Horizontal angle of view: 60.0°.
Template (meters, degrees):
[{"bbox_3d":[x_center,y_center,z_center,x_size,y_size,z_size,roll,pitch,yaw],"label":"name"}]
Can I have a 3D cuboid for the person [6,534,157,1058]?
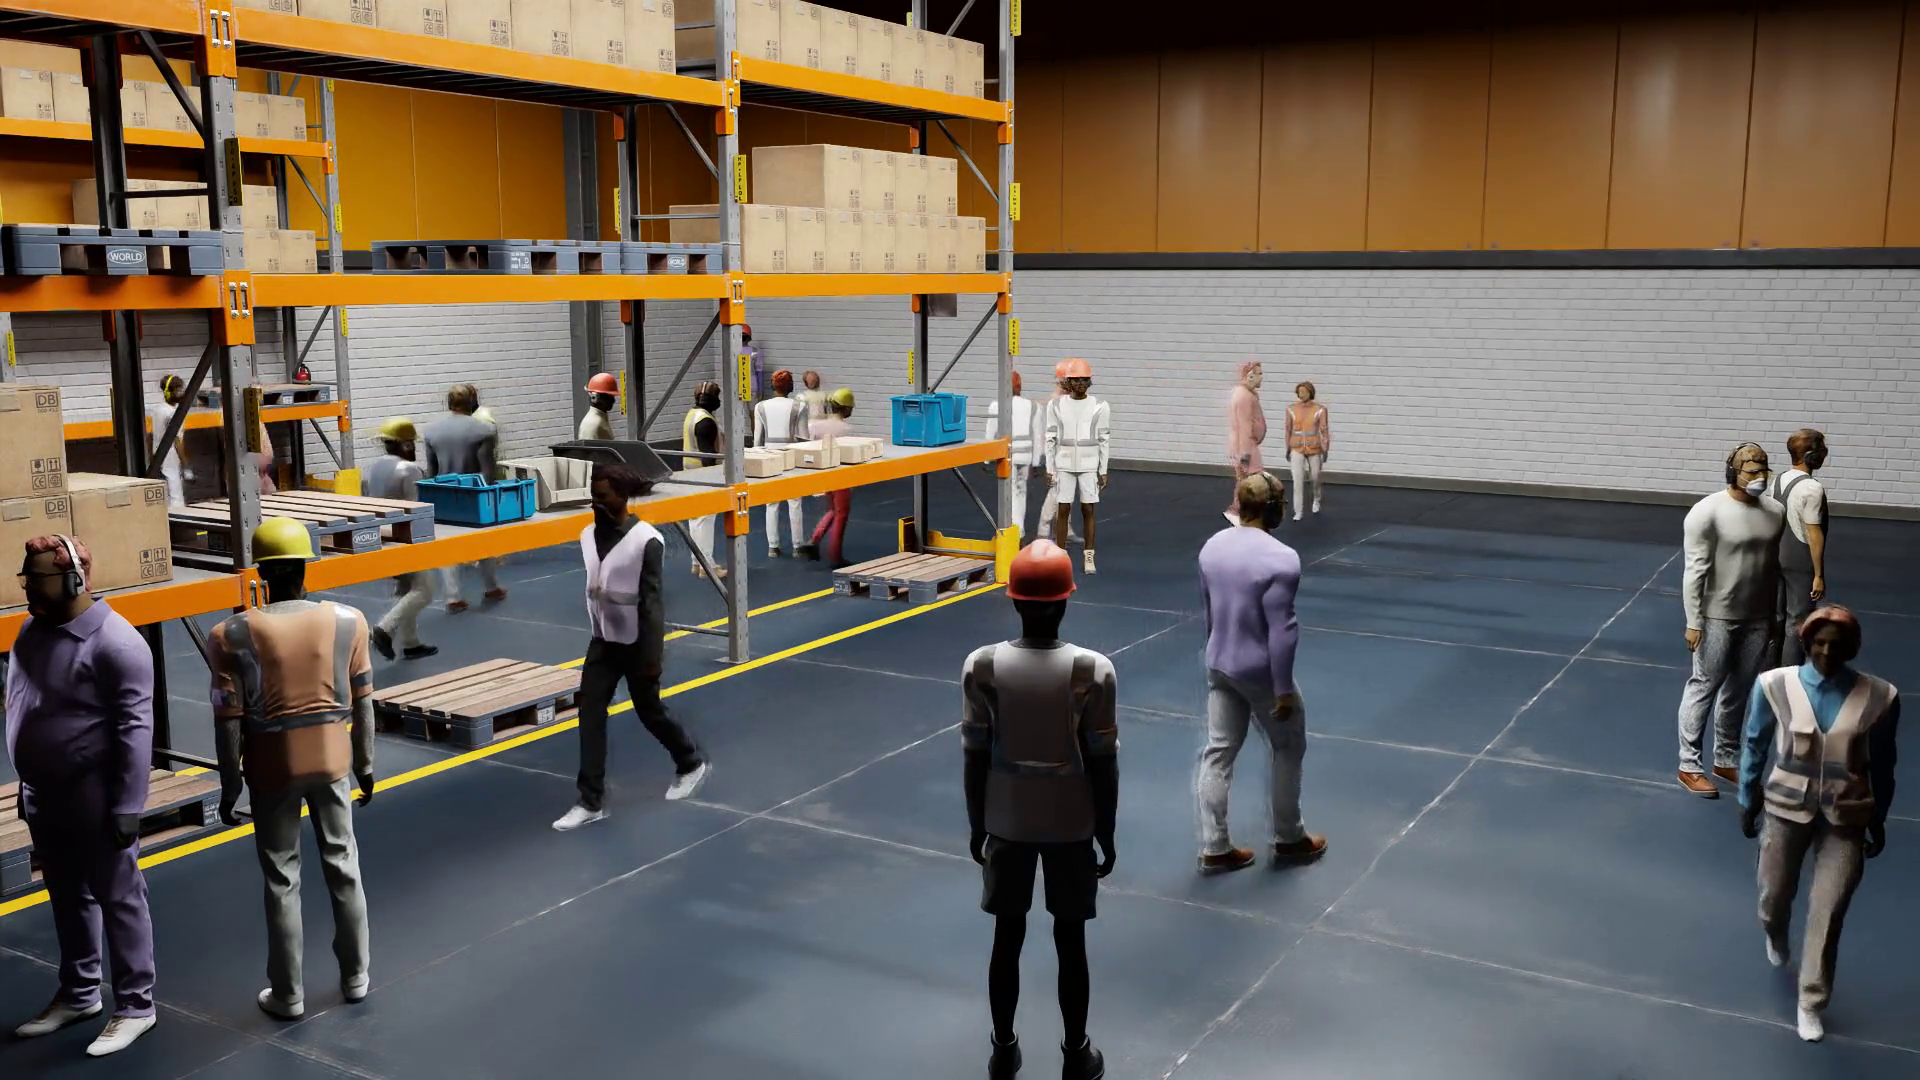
[{"bbox_3d":[-3.235,0.923,6.076,0.639,1.910,0.406,4,10,26],"label":"person"}]

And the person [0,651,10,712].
[{"bbox_3d":[-6.215,0.146,10.512,0.714,2.000,0.545,3,10,19],"label":"person"}]

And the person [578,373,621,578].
[{"bbox_3d":[-3.092,-0.446,14.366,0.399,1.987,0.612,-1,9,-9],"label":"person"}]

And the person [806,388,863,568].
[{"bbox_3d":[-1.187,-0.585,16.022,0.421,1.746,0.527,-9,12,-43],"label":"person"}]

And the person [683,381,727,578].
[{"bbox_3d":[-2.373,-0.568,15.595,0.430,1.841,0.624,-3,10,-19],"label":"person"}]

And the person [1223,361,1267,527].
[{"bbox_3d":[3.152,-1.003,18.135,0.425,1.889,0.680,1,9,6],"label":"person"}]

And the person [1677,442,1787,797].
[{"bbox_3d":[4.206,0.429,9.063,0.633,1.938,0.356,-3,10,-19],"label":"person"}]

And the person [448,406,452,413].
[{"bbox_3d":[-5.237,-0.746,17.401,0.516,1.616,0.572,-6,11,-33],"label":"person"}]

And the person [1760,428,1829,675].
[{"bbox_3d":[5.444,0.196,10.805,0.345,1.847,0.508,-1,9,-7],"label":"person"}]

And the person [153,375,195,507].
[{"bbox_3d":[-7.916,-0.726,16.627,0.403,1.849,0.617,-7,12,-38],"label":"person"}]

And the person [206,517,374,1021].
[{"bbox_3d":[-2.543,0.869,6.368,0.590,1.920,0.386,-6,11,-35],"label":"person"}]

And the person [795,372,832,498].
[{"bbox_3d":[-1.909,-1.354,21.276,0.535,1.587,0.896,-6,11,-34],"label":"person"}]

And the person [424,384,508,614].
[{"bbox_3d":[-4.174,-0.369,14.116,0.653,1.903,0.875,1,9,7],"label":"person"}]

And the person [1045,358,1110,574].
[{"bbox_3d":[1.106,-0.692,15.717,0.609,2.048,0.363,1,9,7],"label":"person"}]

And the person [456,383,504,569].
[{"bbox_3d":[-4.664,-0.591,15.862,0.666,1.801,0.690,8,12,42],"label":"person"}]

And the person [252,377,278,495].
[{"bbox_3d":[-6.506,-0.579,15.547,0.788,1.874,0.673,-2,9,-11],"label":"person"}]

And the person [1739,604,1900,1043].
[{"bbox_3d":[3.258,1.025,6.353,0.520,1.616,0.645,4,10,26],"label":"person"}]

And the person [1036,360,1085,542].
[{"bbox_3d":[1.057,-0.891,17.283,0.480,1.966,0.715,3,10,18],"label":"person"}]

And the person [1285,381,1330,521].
[{"bbox_3d":[4.055,-1.056,19.392,0.528,1.606,0.782,3,10,20],"label":"person"}]

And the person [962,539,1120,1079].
[{"bbox_3d":[0.279,0.960,5.737,0.545,1.942,0.353,2,9,12],"label":"person"}]

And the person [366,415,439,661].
[{"bbox_3d":[-4.075,0.008,12.064,0.610,1.816,0.552,8,12,40],"label":"person"}]

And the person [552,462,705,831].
[{"bbox_3d":[-1.729,0.516,8.709,0.600,1.882,0.943,7,11,36],"label":"person"}]

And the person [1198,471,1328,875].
[{"bbox_3d":[1.465,0.622,7.921,0.810,1.913,0.653,-6,11,-35],"label":"person"}]

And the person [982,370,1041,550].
[{"bbox_3d":[0.574,-0.826,17.187,0.581,1.854,0.845,-4,10,-22],"label":"person"}]

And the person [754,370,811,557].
[{"bbox_3d":[-1.769,-0.762,16.672,0.574,1.883,0.360,2,9,12],"label":"person"}]

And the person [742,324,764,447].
[{"bbox_3d":[-3.420,-2.413,26.472,0.605,2.045,0.378,0,9,-2],"label":"person"}]
